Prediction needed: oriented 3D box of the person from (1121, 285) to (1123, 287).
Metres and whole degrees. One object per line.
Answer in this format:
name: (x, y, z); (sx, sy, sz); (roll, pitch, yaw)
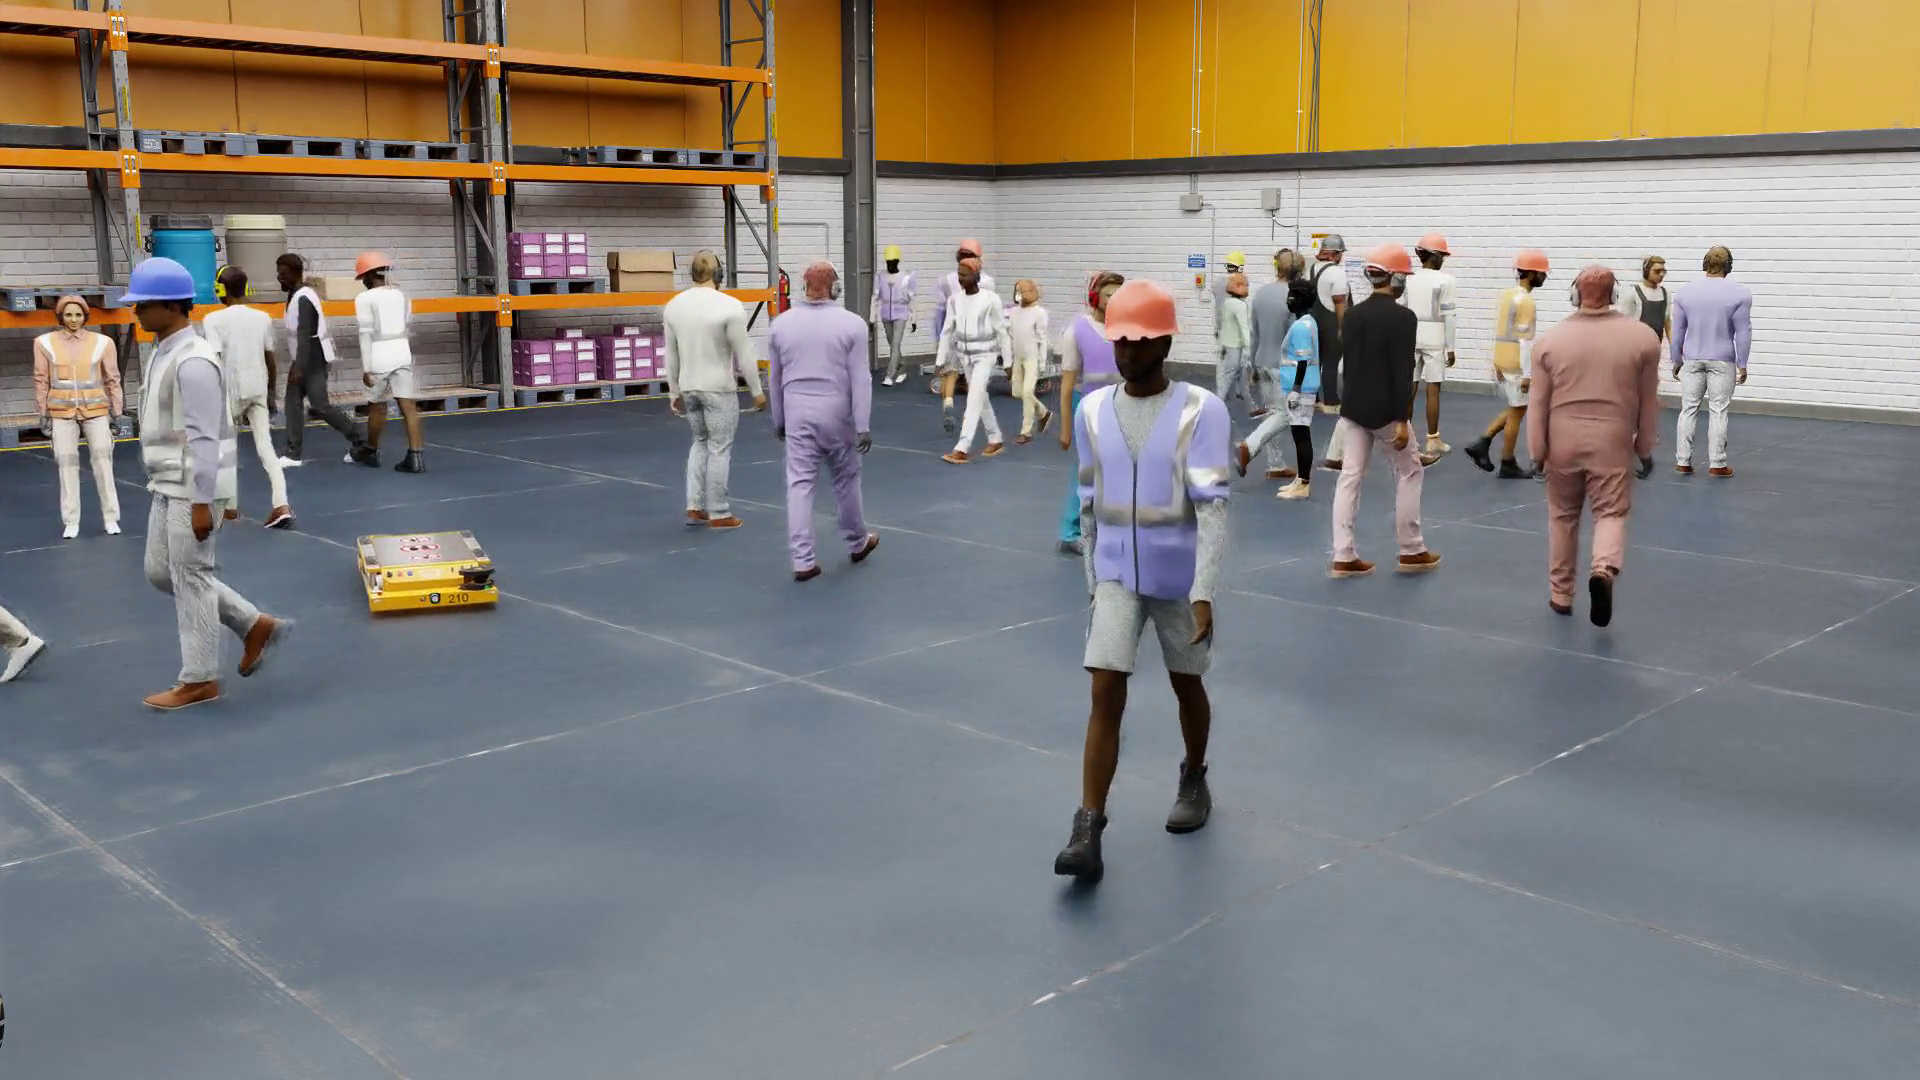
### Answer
person: (1.560, -1.492, 14.912); (0.618, 1.594, 0.524); (-8, 13, -39)

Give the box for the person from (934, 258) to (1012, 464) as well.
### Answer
person: (0.135, -1.615, 14.961); (0.602, 1.828, 1.003); (9, 14, 40)

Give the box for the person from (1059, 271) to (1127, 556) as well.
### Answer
person: (0.931, -0.739, 10.220); (0.597, 1.793, 0.954); (-9, 14, -42)

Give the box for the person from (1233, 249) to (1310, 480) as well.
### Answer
person: (2.524, -1.392, 13.498); (0.752, 1.916, 0.653); (-6, 12, -29)

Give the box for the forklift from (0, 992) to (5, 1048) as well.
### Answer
forklift: (-3.245, 0.323, 3.363); (2.313, 2.155, 1.214); (2, 11, 13)

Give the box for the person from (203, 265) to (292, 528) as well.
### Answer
person: (-4.979, -0.991, 11.577); (0.957, 1.827, 0.570); (9, 14, 41)

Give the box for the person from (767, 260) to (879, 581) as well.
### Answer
person: (-0.792, -0.733, 10.000); (0.674, 1.863, 0.932); (3, 11, 14)

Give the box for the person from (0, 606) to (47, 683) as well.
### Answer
person: (-4.470, -0.098, 7.265); (0.761, 1.614, 0.516); (-8, 13, -36)

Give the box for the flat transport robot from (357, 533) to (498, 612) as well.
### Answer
flat transport robot: (-3.081, 0.152, 9.544); (0.652, 0.197, 1.431); (-4, 11, -22)

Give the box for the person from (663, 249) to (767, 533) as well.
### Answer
person: (-1.677, -1.002, 11.307); (0.651, 1.930, 0.454); (6, 12, 32)

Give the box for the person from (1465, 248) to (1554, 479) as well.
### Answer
person: (4.591, -1.443, 13.767); (0.543, 1.919, 0.590); (0, 10, 2)

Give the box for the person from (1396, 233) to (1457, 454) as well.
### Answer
person: (4.334, -1.815, 15.454); (0.394, 2.038, 0.605); (-10, 14, -43)

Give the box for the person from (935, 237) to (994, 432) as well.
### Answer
person: (0.030, -2.078, 16.968); (0.613, 2.013, 0.871); (2, 11, 13)

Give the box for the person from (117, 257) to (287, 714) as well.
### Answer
person: (-3.263, -0.236, 7.124); (0.544, 1.933, 0.628); (-8, 13, -36)

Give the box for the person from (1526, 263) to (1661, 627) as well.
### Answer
person: (3.272, -0.489, 8.640); (0.650, 1.882, 0.748); (4, 11, 21)

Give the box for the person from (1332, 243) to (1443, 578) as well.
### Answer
person: (2.565, -0.763, 9.886); (0.859, 1.961, 0.653); (-6, 12, -30)

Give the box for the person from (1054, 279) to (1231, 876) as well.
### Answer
person: (0.602, 0.115, 5.366); (0.561, 1.885, 1.019); (5, 12, 26)

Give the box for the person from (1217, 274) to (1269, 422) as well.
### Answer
person: (3.083, -2.072, 18.058); (0.754, 1.601, 0.530); (-2, 11, -9)

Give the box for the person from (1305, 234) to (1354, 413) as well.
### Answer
person: (4.242, -2.474, 19.033); (0.535, 2.000, 0.684); (-4, 11, -23)

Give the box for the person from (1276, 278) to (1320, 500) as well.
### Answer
person: (2.598, -1.152, 12.763); (0.313, 1.696, 0.533); (3, 11, 15)

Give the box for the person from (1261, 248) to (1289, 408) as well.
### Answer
person: (3.681, -2.393, 19.049); (0.521, 1.876, 0.325); (-2, 11, -11)

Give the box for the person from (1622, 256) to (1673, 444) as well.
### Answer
person: (6.725, -1.835, 16.138); (0.521, 1.815, 0.771); (-4, 11, -22)

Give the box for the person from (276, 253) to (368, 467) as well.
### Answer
person: (-5.626, -1.562, 14.546); (0.842, 1.884, 0.592); (-7, 13, -35)

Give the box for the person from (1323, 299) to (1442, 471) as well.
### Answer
person: (3.604, -1.463, 14.199); (1.019, 1.796, 0.496); (-1, 10, -4)

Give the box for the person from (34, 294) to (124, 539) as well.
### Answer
person: (-5.903, -0.829, 11.180); (0.519, 1.631, 0.339); (-4, 11, -23)

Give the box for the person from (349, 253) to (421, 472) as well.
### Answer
person: (-4.969, -1.521, 14.312); (0.981, 1.861, 0.558); (8, 13, 38)

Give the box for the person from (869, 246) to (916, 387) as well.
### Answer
person: (-0.905, -3.030, 22.538); (0.610, 1.878, 1.006); (4, 11, 19)

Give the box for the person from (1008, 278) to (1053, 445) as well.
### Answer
person: (0.706, -1.752, 16.245); (0.583, 1.614, 0.507); (-9, 14, -41)

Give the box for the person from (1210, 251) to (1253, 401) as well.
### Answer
person: (3.356, -2.614, 20.363); (0.588, 1.833, 0.404); (8, 13, 36)

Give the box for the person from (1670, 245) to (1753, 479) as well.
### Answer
person: (6.265, -1.481, 13.897); (0.635, 1.938, 0.361); (9, 14, 40)
